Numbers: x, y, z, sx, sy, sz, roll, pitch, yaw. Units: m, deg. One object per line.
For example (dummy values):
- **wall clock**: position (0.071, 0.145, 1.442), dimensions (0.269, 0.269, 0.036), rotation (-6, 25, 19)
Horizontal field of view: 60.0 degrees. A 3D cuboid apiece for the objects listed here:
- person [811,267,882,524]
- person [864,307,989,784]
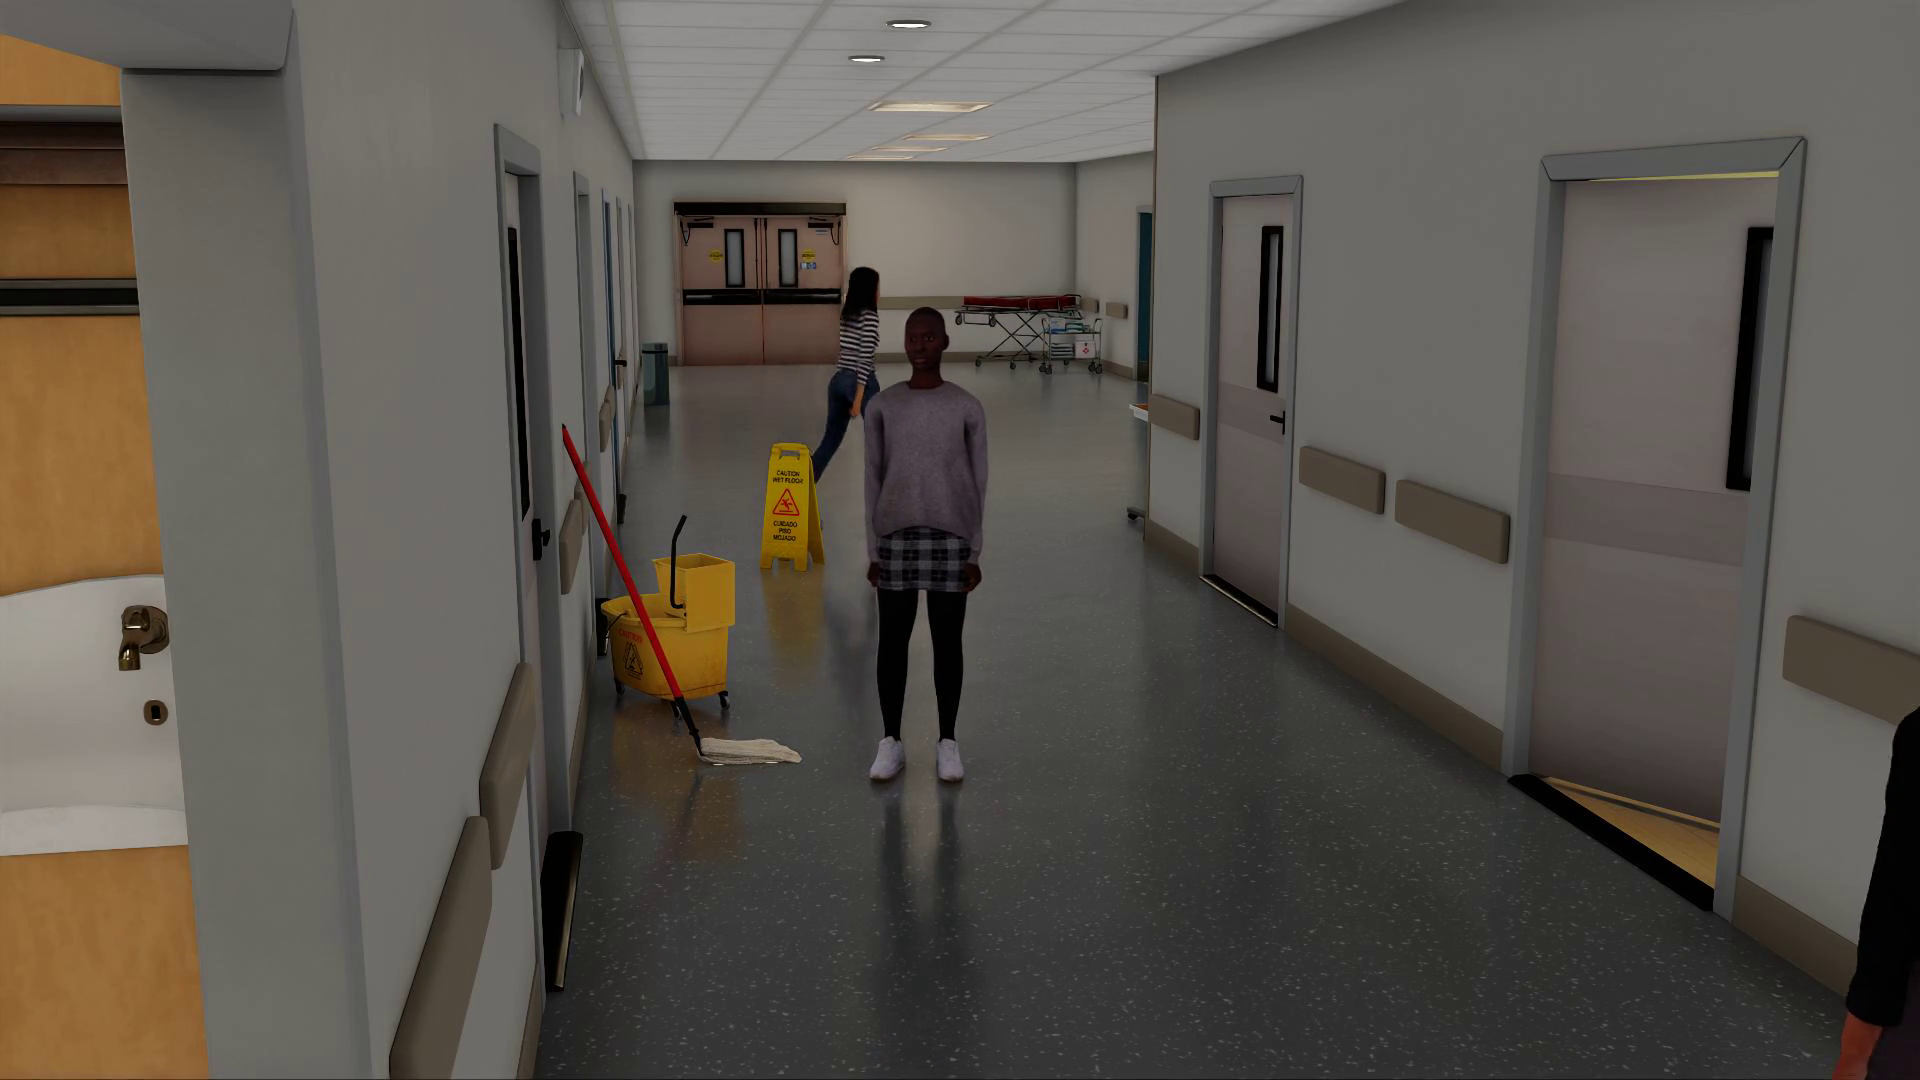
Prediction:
- **person**: position (-0.792, -0.914, 11.257), dimensions (1.120, 1.711, 1.225), rotation (-9, 14, -39)
- **person**: position (-0.133, 0.015, 6.245), dimensions (0.659, 1.771, 0.611), rotation (1, 11, 3)
